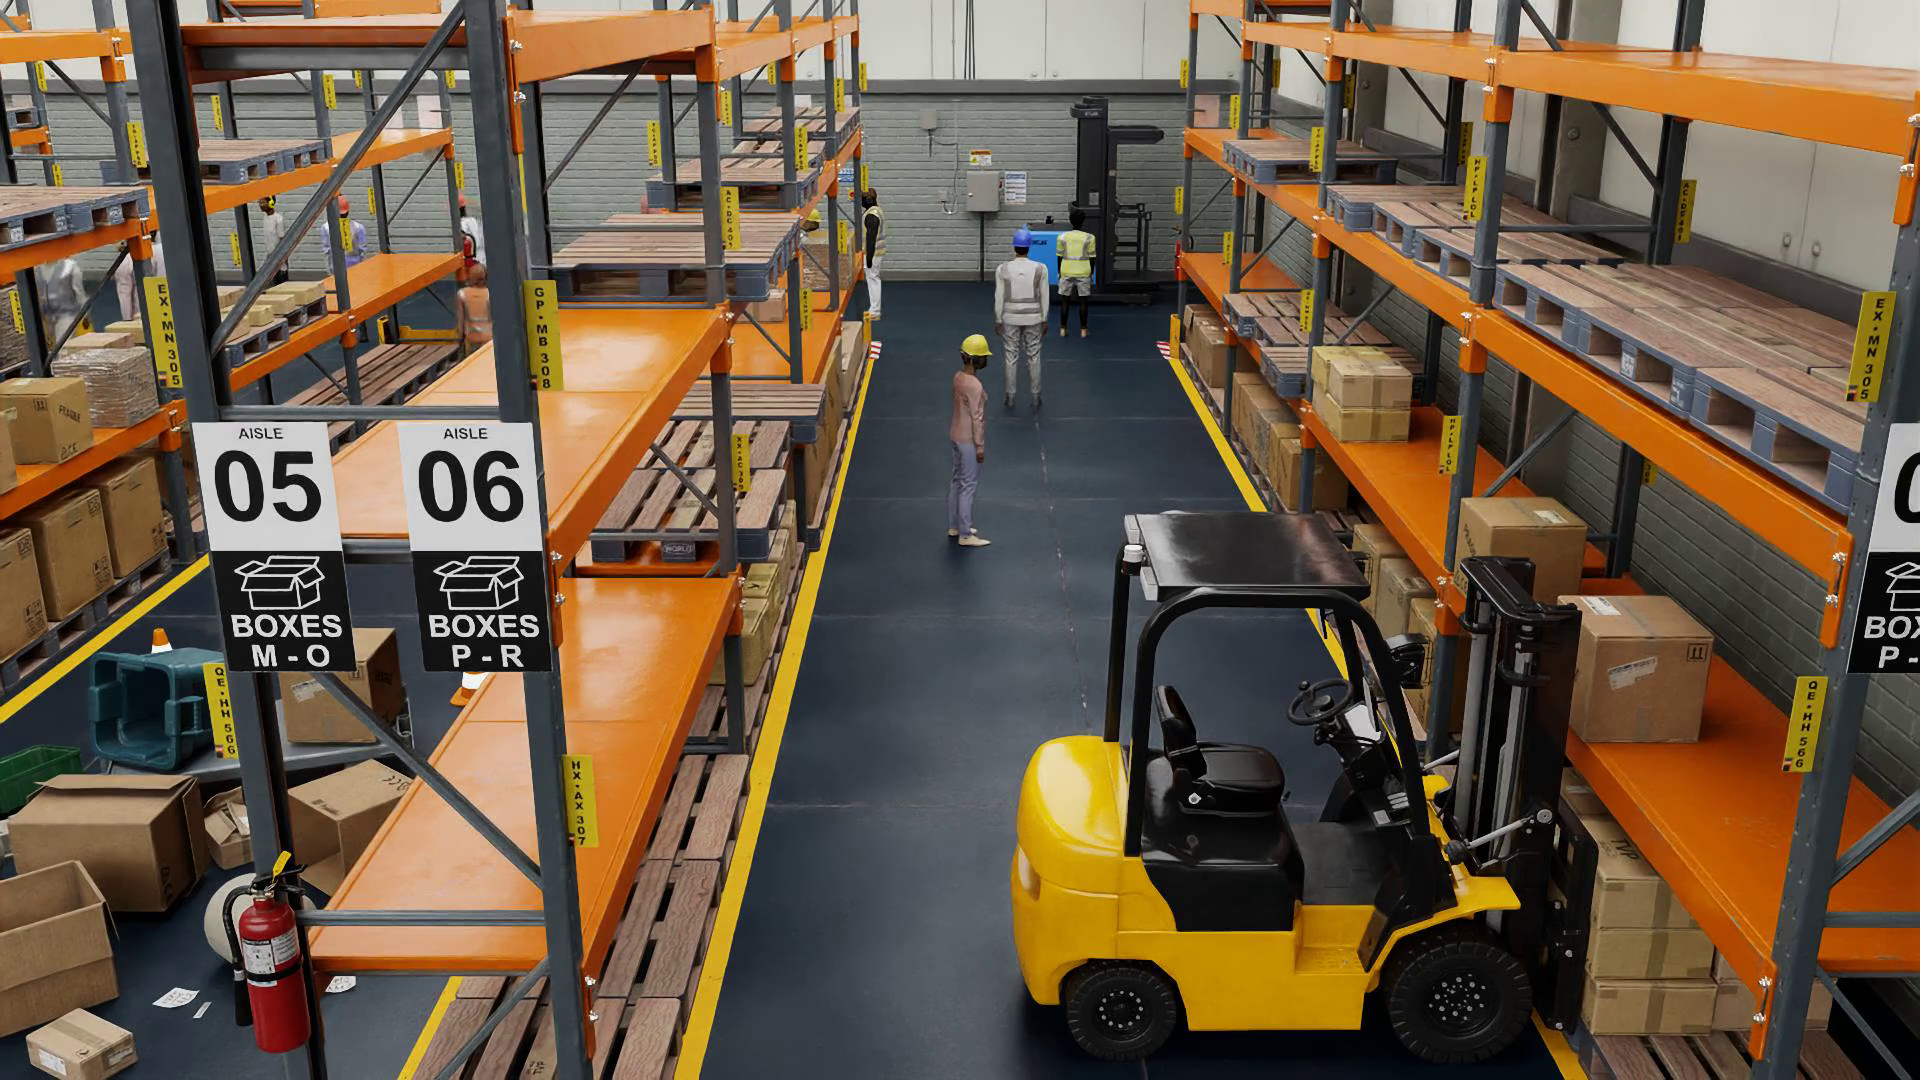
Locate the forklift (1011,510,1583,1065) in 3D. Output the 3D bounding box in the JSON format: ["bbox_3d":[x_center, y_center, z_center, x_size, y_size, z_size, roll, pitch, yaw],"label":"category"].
[{"bbox_3d":[1.387,1.055,7.378,2.313,2.155,1.214,0,18,0],"label":"forklift"}]

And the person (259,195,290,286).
[{"bbox_3d":[-9.275,-3.807,22.610,0.508,1.862,0.324,17,25,41],"label":"person"}]

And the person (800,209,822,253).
[{"bbox_3d":[-1.946,-3.472,21.793,0.317,1.733,0.490,0,18,0],"label":"person"}]

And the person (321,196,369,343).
[{"bbox_3d":[-7.949,-3.498,21.585,0.544,1.919,0.422,-3,19,-10],"label":"person"}]

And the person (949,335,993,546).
[{"bbox_3d":[0.097,-0.824,13.748,0.345,1.760,0.529,-6,19,-18],"label":"person"}]

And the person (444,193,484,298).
[{"bbox_3d":[-6.471,-3.624,21.960,0.459,1.915,0.595,3,19,9],"label":"person"}]

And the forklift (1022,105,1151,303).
[{"bbox_3d":[1.857,-4.944,24.441,1.873,2.768,1.129,0,18,0],"label":"forklift"}]

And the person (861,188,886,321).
[{"bbox_3d":[-1.247,-3.985,23.189,0.429,1.837,0.627,0,18,0],"label":"person"}]

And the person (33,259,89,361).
[{"bbox_3d":[-10.183,-2.540,18.755,0.628,1.883,1.051,0,18,1],"label":"person"}]

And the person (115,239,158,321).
[{"bbox_3d":[-9.359,-2.617,18.952,0.400,1.902,0.646,2,18,6],"label":"person"}]

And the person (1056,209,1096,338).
[{"bbox_3d":[1.529,-3.513,21.983,0.536,1.691,0.319,4,19,12],"label":"person"}]

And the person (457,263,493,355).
[{"bbox_3d":[-5.170,-2.217,18.157,0.548,1.617,0.610,1,18,3],"label":"person"}]

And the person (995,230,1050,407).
[{"bbox_3d":[0.683,-2.425,18.284,0.602,1.949,0.393,0,18,1],"label":"person"}]
